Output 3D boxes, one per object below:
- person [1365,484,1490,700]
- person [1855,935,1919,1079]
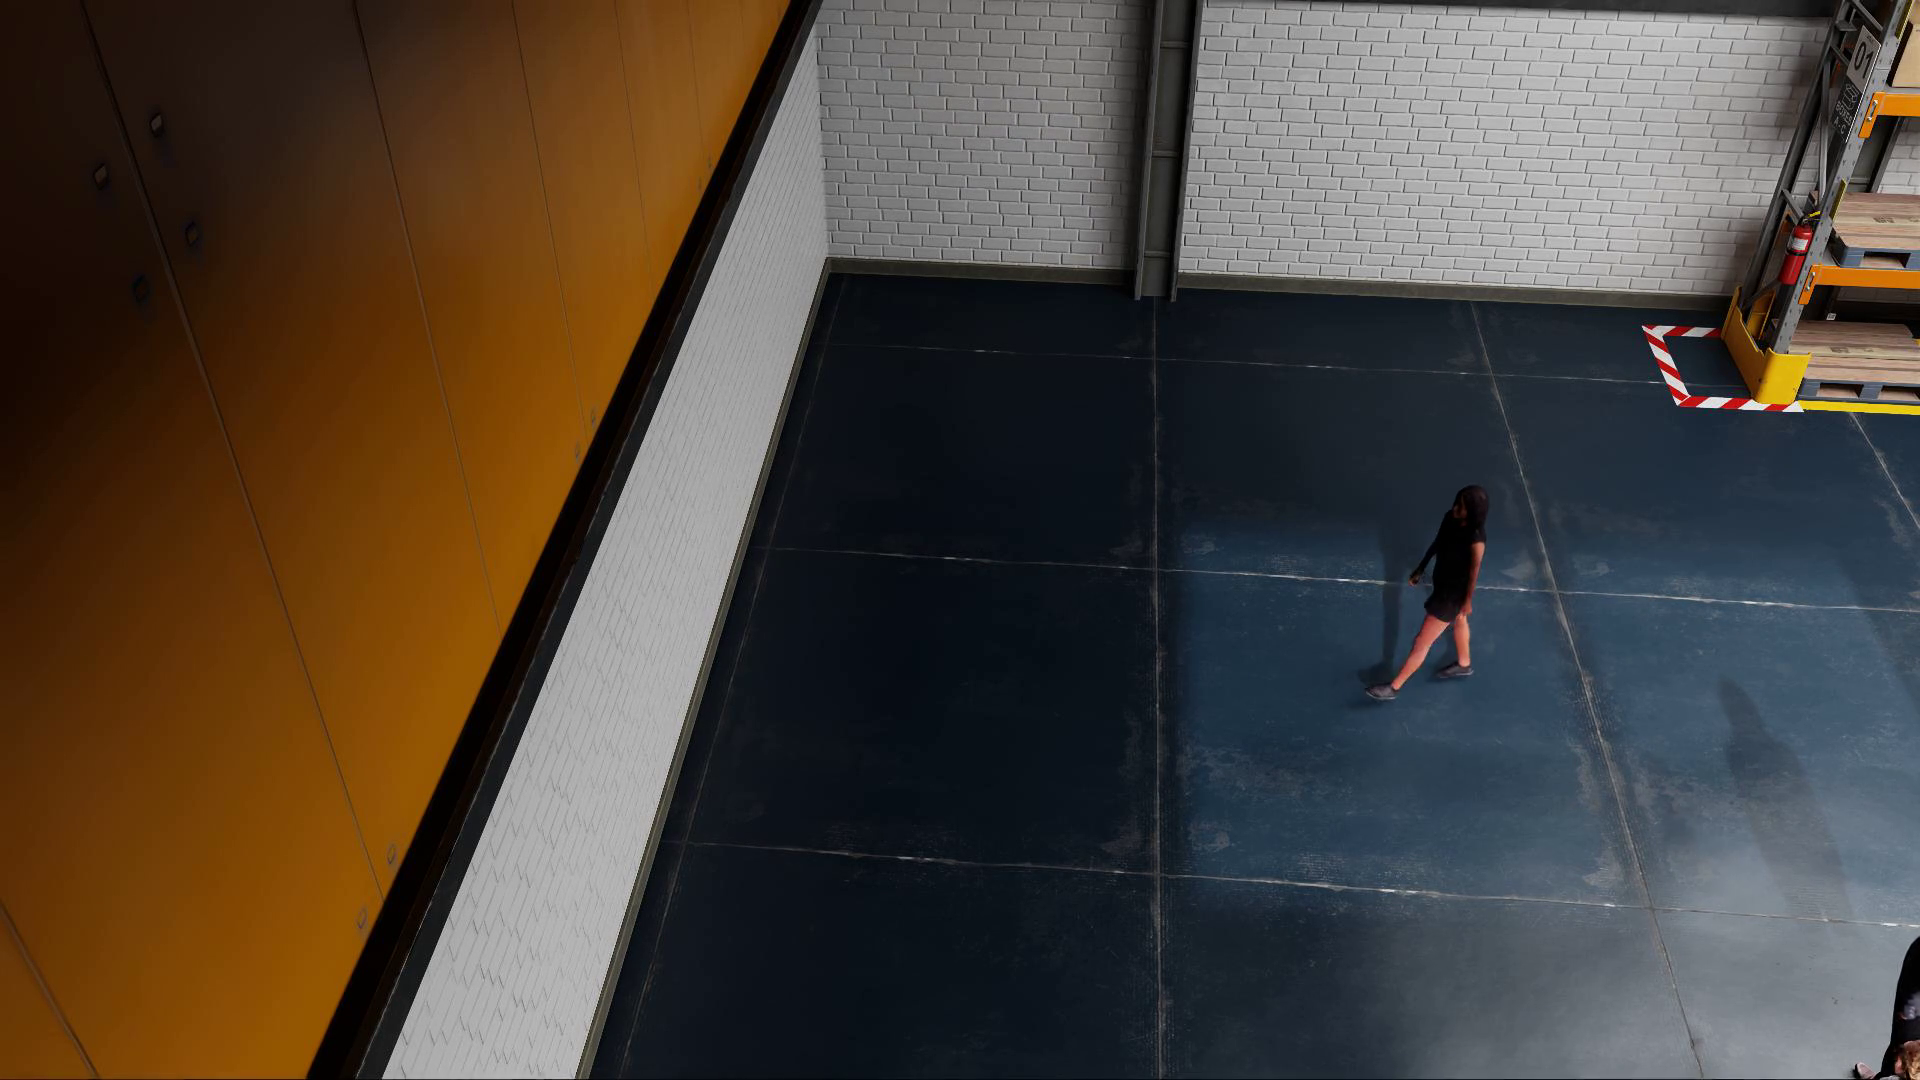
[{"bbox_3d":[3.385,0.339,11.205,1.152,1.700,0.772,-6,39,-7],"label":"person"},{"bbox_3d":[5.153,2.403,8.704,0.626,1.597,0.756,-2,39,-2],"label":"person"}]
